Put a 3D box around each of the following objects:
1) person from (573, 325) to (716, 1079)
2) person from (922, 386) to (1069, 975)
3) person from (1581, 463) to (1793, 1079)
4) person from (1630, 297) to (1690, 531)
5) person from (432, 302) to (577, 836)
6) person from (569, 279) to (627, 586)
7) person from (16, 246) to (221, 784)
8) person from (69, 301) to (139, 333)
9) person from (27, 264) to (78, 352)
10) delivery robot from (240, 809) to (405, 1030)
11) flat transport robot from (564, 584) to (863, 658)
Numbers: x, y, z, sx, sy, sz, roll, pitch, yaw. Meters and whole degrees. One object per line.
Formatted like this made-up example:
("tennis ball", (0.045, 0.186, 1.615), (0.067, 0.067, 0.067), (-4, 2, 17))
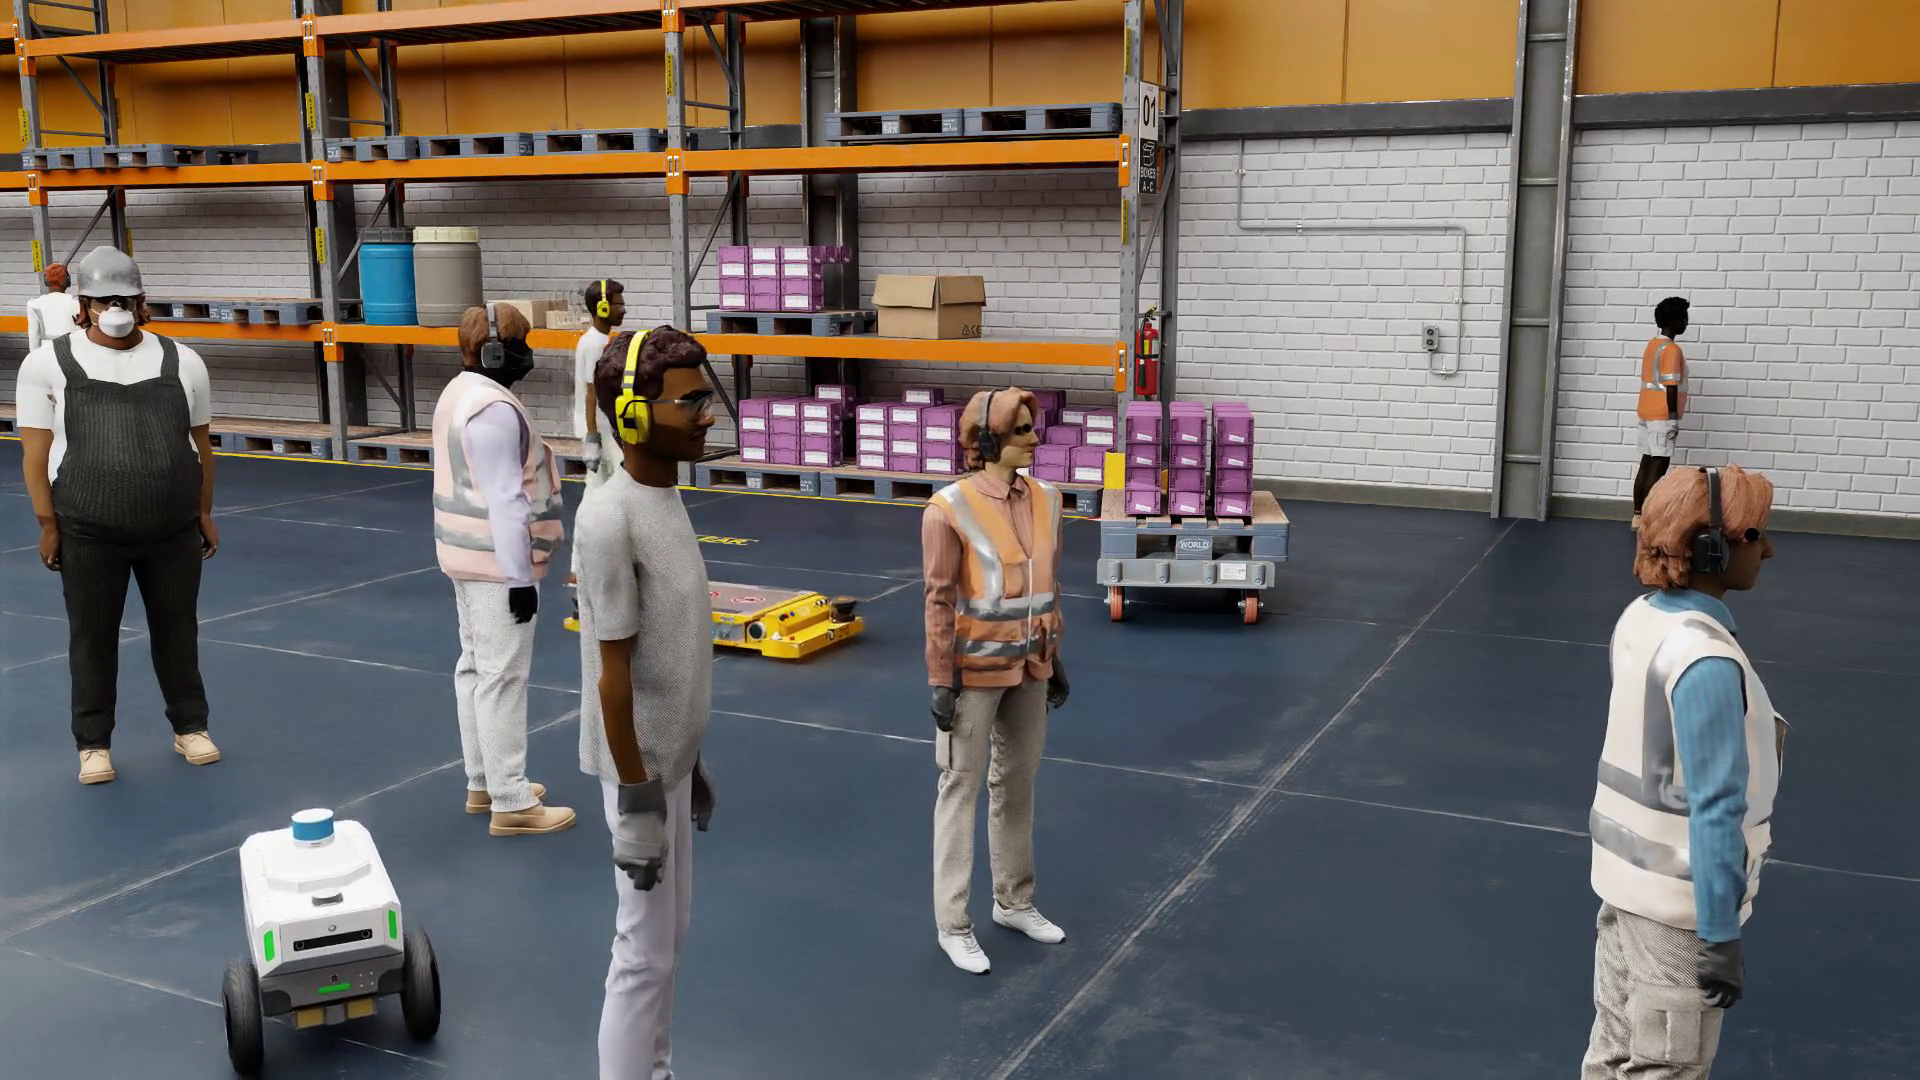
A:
("person", (-0.620, 0.491, 3.489), (0.329, 1.872, 0.507), (0, 10, 1))
("person", (0.103, 0.386, 4.735), (0.522, 1.645, 0.306), (-9, 13, -42))
("person", (1.332, 0.673, 3.107), (0.307, 1.641, 0.511), (1, 10, 6))
("person", (4.964, -0.866, 11.752), (0.316, 1.696, 0.541), (1, 10, 6))
("person", (-1.604, 0.098, 5.822), (0.430, 1.845, 0.623), (-5, 11, -28))
("person", (-2.033, -0.621, 9.941), (0.756, 1.843, 0.558), (-2, 10, -13))
("person", (-3.181, -0.101, 6.392), (0.684, 2.000, 0.538), (-8, 13, -38))
("person", (-7.736, -1.541, 15.061), (0.897, 1.907, 0.628), (6, 11, 29))
("person", (-8.663, -1.718, 16.099), (0.573, 1.883, 0.359), (-2, 10, -13))
("delivery robot", (-1.682, 0.949, 4.360), (0.477, 0.478, 0.707), (-5, 11, -26))
("flat transport robot", (-1.289, 0.384, 8.676), (1.431, 0.197, 0.652), (5, 11, 25))
